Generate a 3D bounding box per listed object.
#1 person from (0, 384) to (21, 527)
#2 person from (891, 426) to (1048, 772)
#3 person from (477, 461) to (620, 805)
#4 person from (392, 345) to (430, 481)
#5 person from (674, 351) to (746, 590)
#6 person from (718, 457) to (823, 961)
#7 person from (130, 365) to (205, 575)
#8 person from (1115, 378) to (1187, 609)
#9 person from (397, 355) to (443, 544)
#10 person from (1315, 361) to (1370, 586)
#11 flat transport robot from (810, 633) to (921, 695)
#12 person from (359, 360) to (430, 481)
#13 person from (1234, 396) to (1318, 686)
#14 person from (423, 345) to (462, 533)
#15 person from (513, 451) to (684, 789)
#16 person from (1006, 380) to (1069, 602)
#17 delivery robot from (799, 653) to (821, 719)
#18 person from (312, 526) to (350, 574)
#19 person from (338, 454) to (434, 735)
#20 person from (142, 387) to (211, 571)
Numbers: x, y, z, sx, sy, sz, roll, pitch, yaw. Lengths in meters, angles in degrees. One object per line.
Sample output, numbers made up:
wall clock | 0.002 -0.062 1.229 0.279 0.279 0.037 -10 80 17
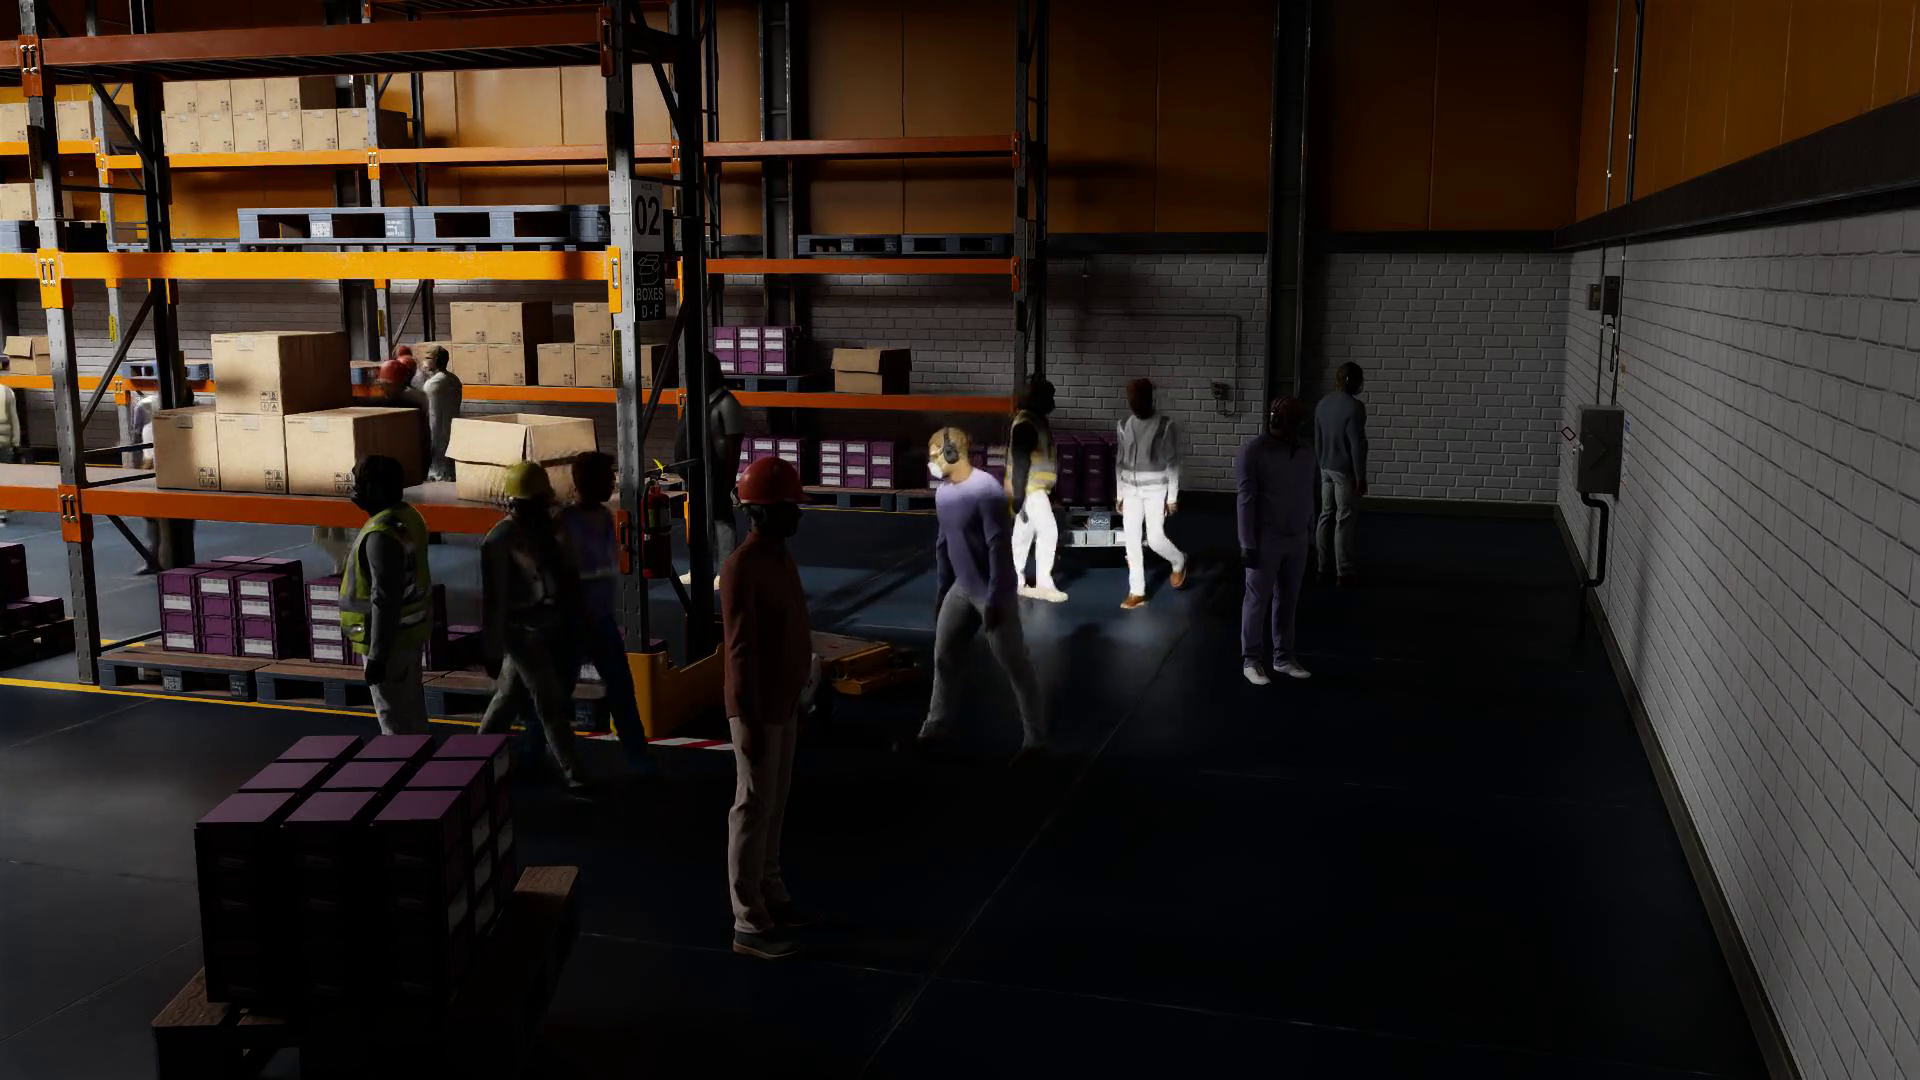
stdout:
person | -10.376 -1.045 17.670 0.692 1.802 0.590 5 11 29
person | 0.071 0.323 9.074 0.825 1.877 0.679 -6 11 -33
person | -2.241 0.467 8.561 0.946 1.782 0.613 2 10 11
person | -6.245 -1.270 18.818 0.409 1.870 0.619 7 12 38
person | -2.177 -0.597 14.203 0.672 2.000 0.536 9 13 44
person | -0.760 0.659 6.682 0.379 1.996 0.611 2 9 10
person | -7.067 -0.642 14.861 0.713 1.924 0.468 -6 11 -32
person | 1.545 -0.392 13.508 0.593 1.854 0.761 7 12 37
person | -5.542 -0.885 16.492 0.879 1.865 0.538 2 9 9
person | 3.303 -0.570 14.367 0.370 1.934 0.627 -4 10 -23
flat transport robot | -1.026 0.784 11.165 1.431 0.197 0.652 6 11 34
person | -4.721 -0.512 13.931 0.667 1.970 0.749 -7 11 -35
person | 2.117 -0.001 10.996 0.640 1.904 0.409 -6 11 -31
person | -5.356 -1.041 17.221 0.368 1.940 0.633 1 9 7
person | -1.966 0.435 8.705 0.939 1.806 0.572 3 10 17
person | 0.685 -0.408 13.701 0.700 1.815 0.645 2 9 10
delivery robot | -1.021 0.835 9.709 0.477 0.478 0.707 1 9 3
person | -5.046 -0.392 13.520 0.537 1.854 0.524 2 10 13
person | -2.801 0.498 8.136 0.429 1.845 0.621 -1 9 -7
person | -6.315 -0.353 13.409 0.560 1.826 0.863 -6 11 -33
